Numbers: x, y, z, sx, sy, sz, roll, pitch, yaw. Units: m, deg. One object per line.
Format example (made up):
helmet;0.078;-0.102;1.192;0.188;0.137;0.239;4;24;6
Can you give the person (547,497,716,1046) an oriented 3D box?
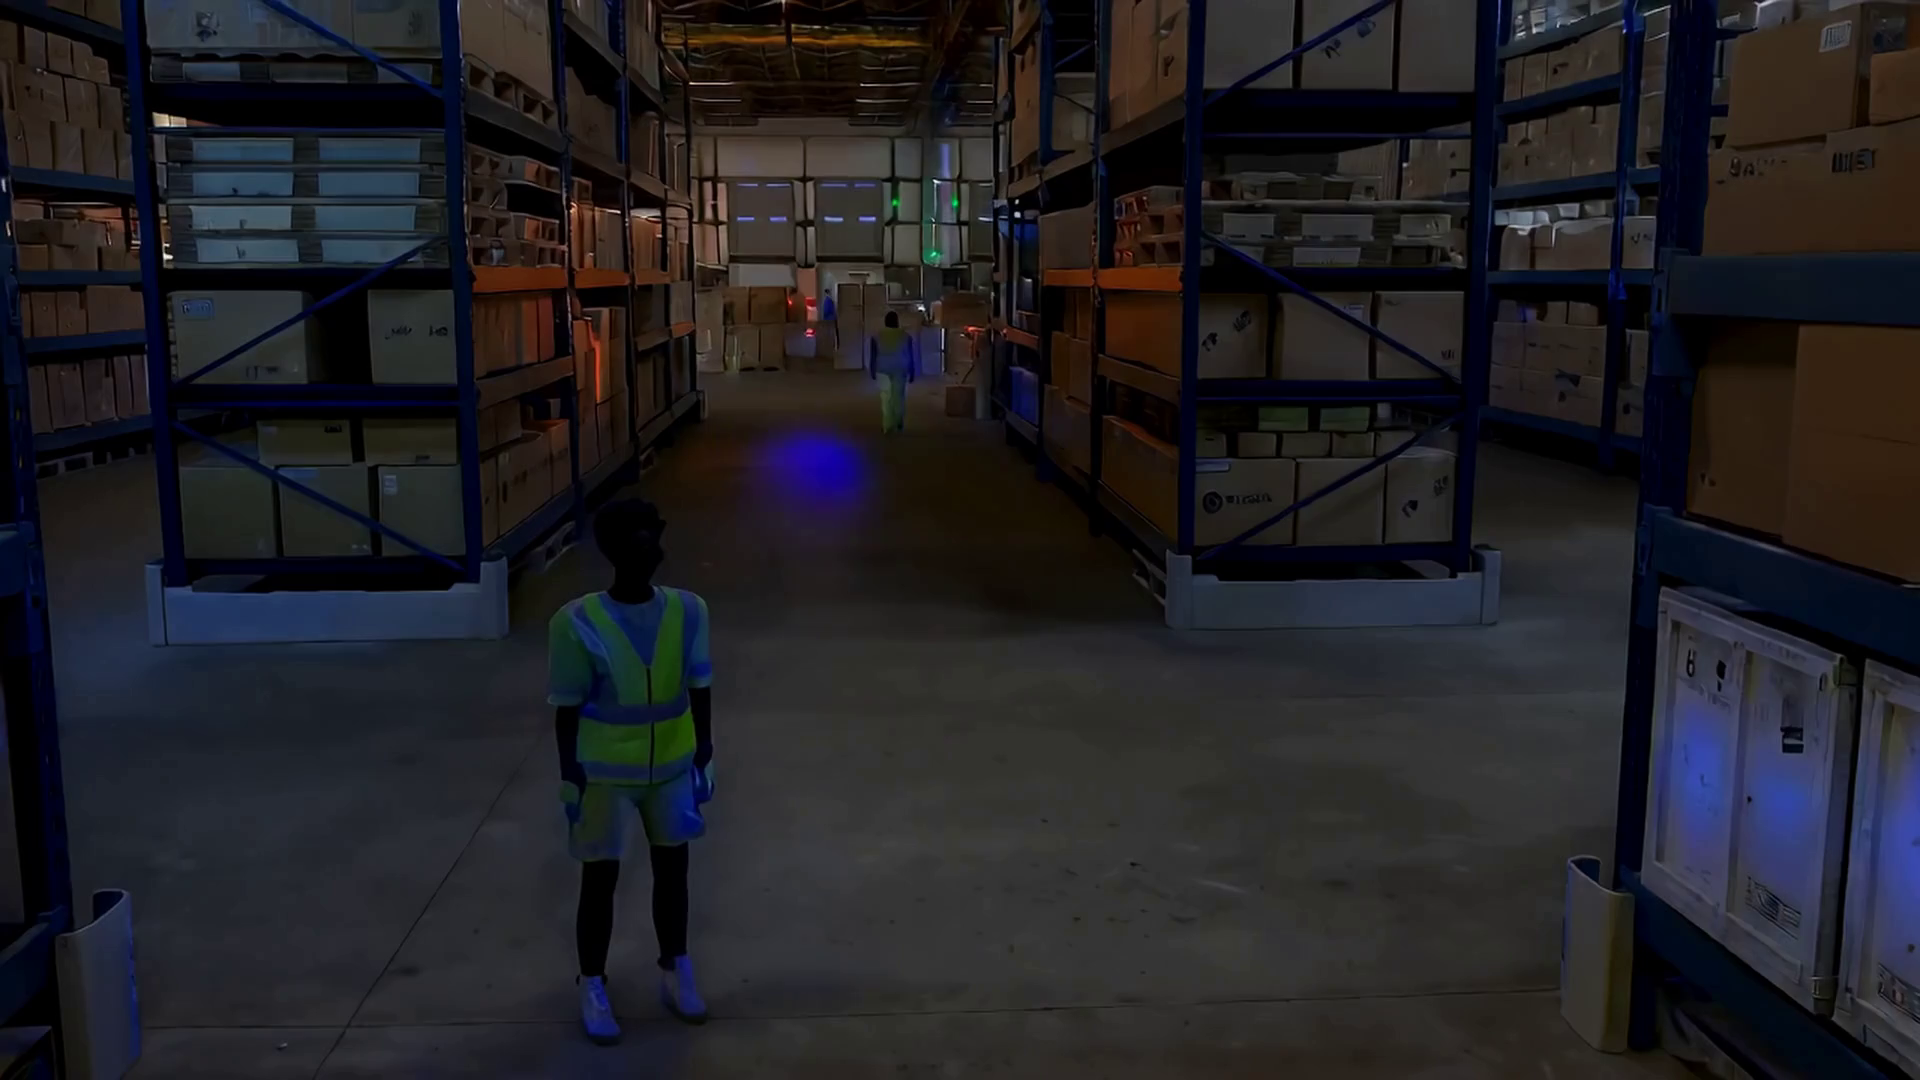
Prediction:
person;-1.005;0.704;5.144;0.536;1.691;0.319;-6;11;-32

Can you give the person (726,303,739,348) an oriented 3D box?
person;-6.363;-5.826;46.432;0.853;1.594;0.524;0;9;1

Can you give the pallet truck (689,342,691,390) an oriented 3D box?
pallet truck;-5.225;-3.008;27.480;1.885;1.965;0.823;2;9;14

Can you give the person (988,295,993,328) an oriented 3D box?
person;0.940;-5.567;43.916;1.008;1.888;0.645;1;9;4

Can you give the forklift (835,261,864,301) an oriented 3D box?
forklift;-3.567;-7.643;53.820;1.129;2.768;1.873;-1;9;-4

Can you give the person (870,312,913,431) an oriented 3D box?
person;-1.042;-2.567;25.354;0.657;1.803;0.953;0;9;0

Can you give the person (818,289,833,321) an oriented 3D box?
person;-4.557;-7.648;56.994;0.981;1.888;0.547;2;9;14
